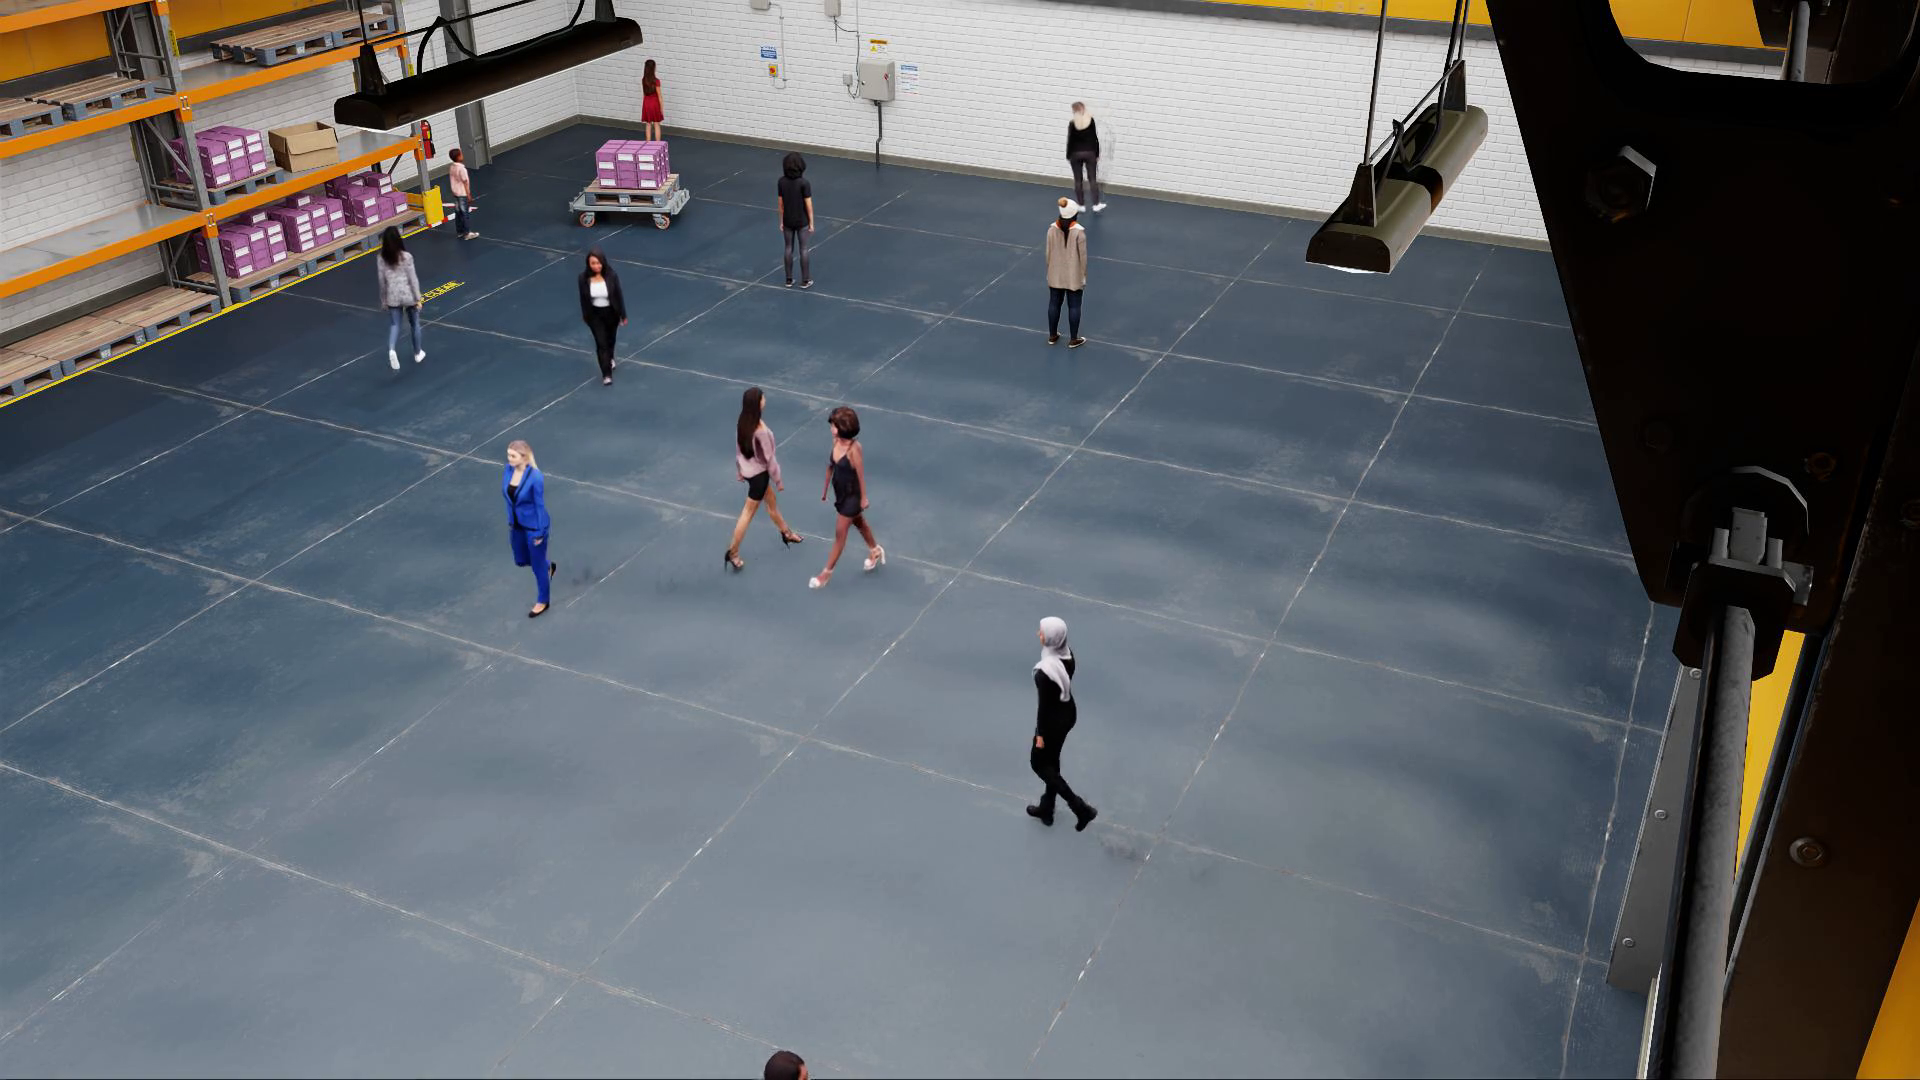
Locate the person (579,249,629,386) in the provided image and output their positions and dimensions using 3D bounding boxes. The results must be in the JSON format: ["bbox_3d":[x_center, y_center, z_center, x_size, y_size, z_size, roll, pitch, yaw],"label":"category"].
[{"bbox_3d":[-4.196,-2.672,19.580,1.100,1.576,1.169,-9,30,-16],"label":"person"}]

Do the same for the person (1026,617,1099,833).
[{"bbox_3d":[0.763,1.370,11.977,0.748,1.761,0.855,18,33,29],"label":"person"}]

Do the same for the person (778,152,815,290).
[{"bbox_3d":[-2.205,-4.279,22.264,0.662,1.828,0.576,7,29,13],"label":"person"}]

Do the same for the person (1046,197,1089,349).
[{"bbox_3d":[1.292,-3.300,20.407,0.688,1.888,0.669,15,32,25],"label":"person"}]

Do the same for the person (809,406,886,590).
[{"bbox_3d":[-0.947,-0.410,15.264,1.178,1.738,0.922,-20,35,-32],"label":"person"}]

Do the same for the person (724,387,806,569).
[{"bbox_3d":[-1.968,-0.520,15.448,1.203,1.755,1.005,-19,34,-30],"label":"person"}]

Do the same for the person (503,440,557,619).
[{"bbox_3d":[-3.774,-0.148,14.835,0.621,1.688,0.767,15,32,25],"label":"person"}]

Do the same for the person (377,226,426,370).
[{"bbox_3d":[-6.664,-2.836,19.741,0.891,1.710,1.103,0,29,1],"label":"person"}]

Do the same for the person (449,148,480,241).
[{"bbox_3d":[-7.282,-5.053,24.229,0.555,1.304,0.546,24,36,36],"label":"person"}]

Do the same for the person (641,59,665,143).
[{"bbox_3d":[-5.221,-7.359,28.200,0.533,1.550,0.593,12,31,21],"label":"person"}]

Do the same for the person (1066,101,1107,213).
[{"bbox_3d":[1.905,-5.780,25.202,0.892,1.650,0.870,3,29,5],"label":"person"}]
